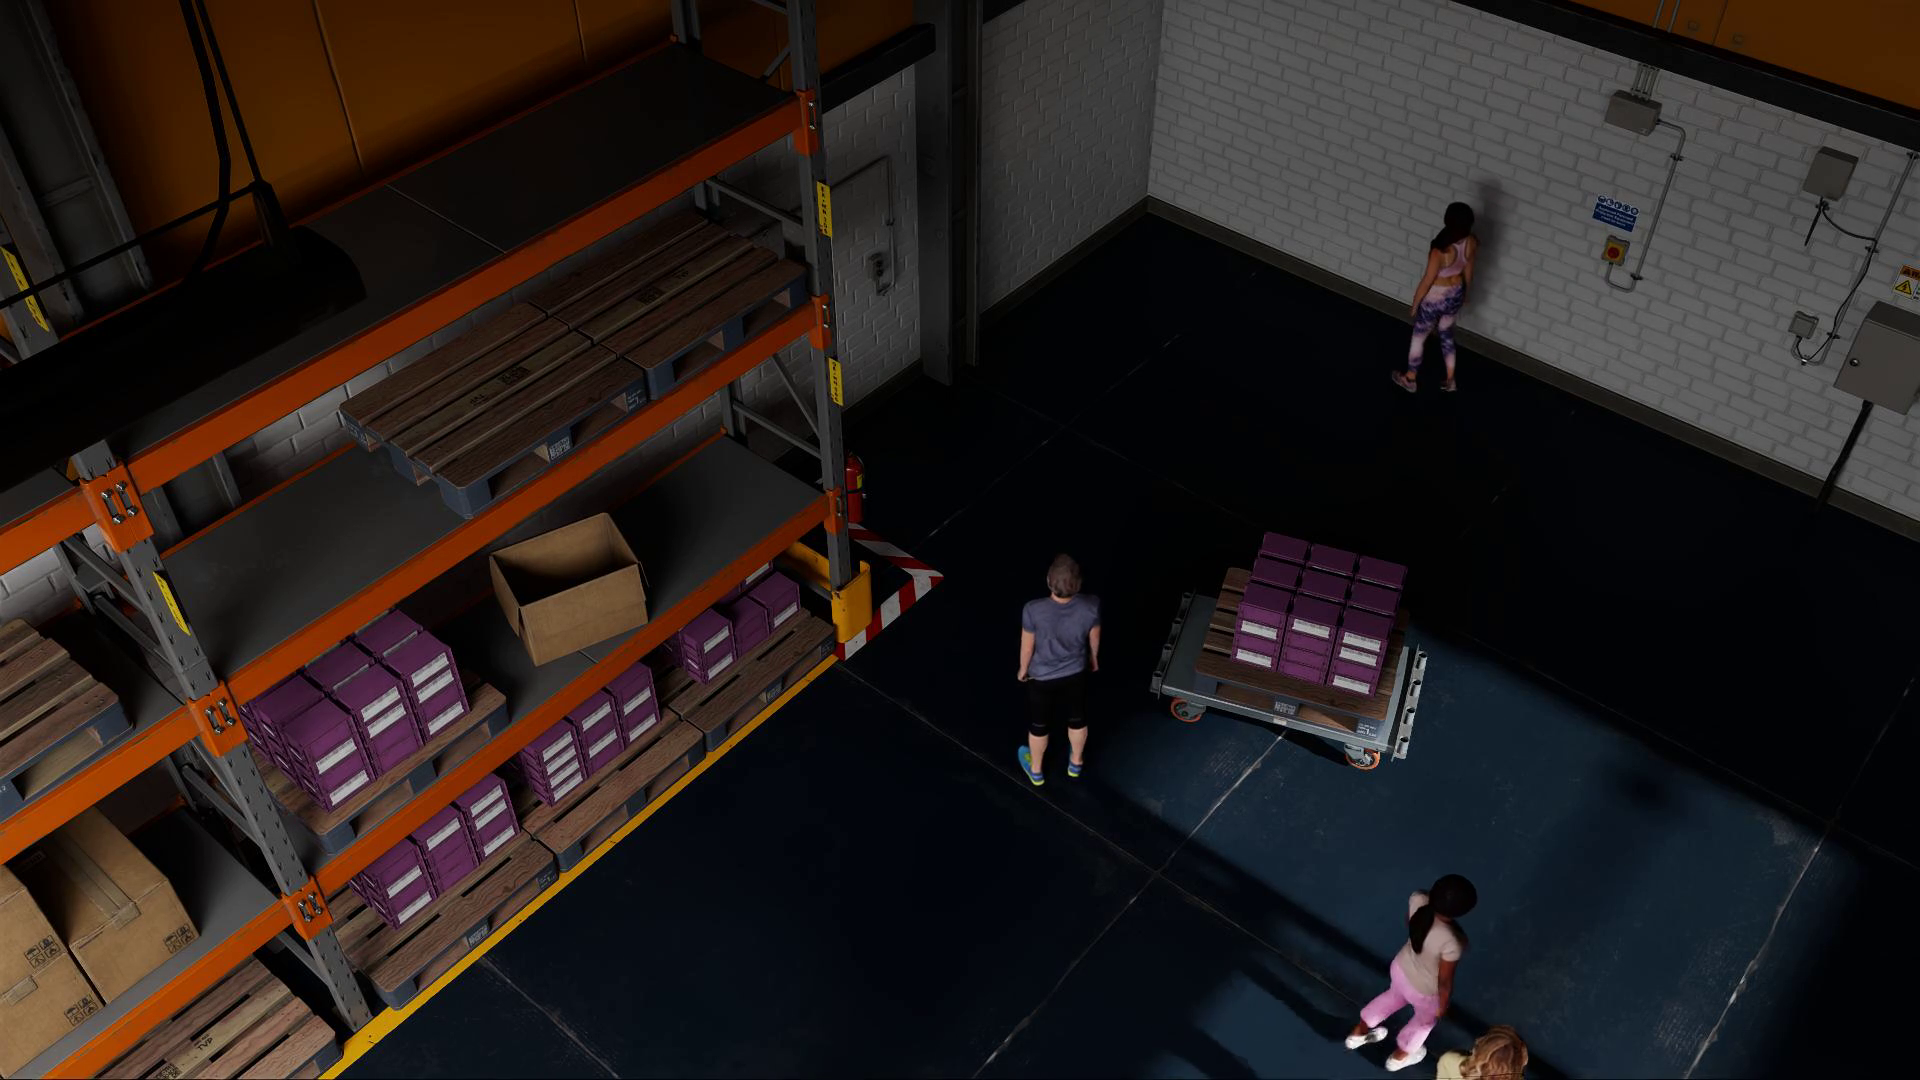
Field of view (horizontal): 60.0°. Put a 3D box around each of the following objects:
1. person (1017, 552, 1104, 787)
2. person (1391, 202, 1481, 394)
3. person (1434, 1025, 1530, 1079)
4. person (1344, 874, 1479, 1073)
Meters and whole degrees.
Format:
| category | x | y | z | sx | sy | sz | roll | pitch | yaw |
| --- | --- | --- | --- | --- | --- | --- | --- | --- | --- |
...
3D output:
| category | x | y | z | sx | sy | sz | roll | pitch | yaw |
| --- | --- | --- | --- | --- | --- | --- | --- | --- | --- |
| person | 0.596 | 0.781 | 10.002 | 0.731 | 1.889 | 0.811 | -7 | 44 | -8 |
| person | 3.748 | -1.809 | 12.813 | 0.857 | 1.762 | 0.882 | -16 | 46 | -16 |
| person | 2.415 | 2.849 | 7.952 | 0.625 | 1.721 | 0.532 | 30 | 51 | 28 |
| person | 2.308 | 2.289 | 8.541 | 0.794 | 1.720 | 0.743 | -16 | 46 | -16 |
